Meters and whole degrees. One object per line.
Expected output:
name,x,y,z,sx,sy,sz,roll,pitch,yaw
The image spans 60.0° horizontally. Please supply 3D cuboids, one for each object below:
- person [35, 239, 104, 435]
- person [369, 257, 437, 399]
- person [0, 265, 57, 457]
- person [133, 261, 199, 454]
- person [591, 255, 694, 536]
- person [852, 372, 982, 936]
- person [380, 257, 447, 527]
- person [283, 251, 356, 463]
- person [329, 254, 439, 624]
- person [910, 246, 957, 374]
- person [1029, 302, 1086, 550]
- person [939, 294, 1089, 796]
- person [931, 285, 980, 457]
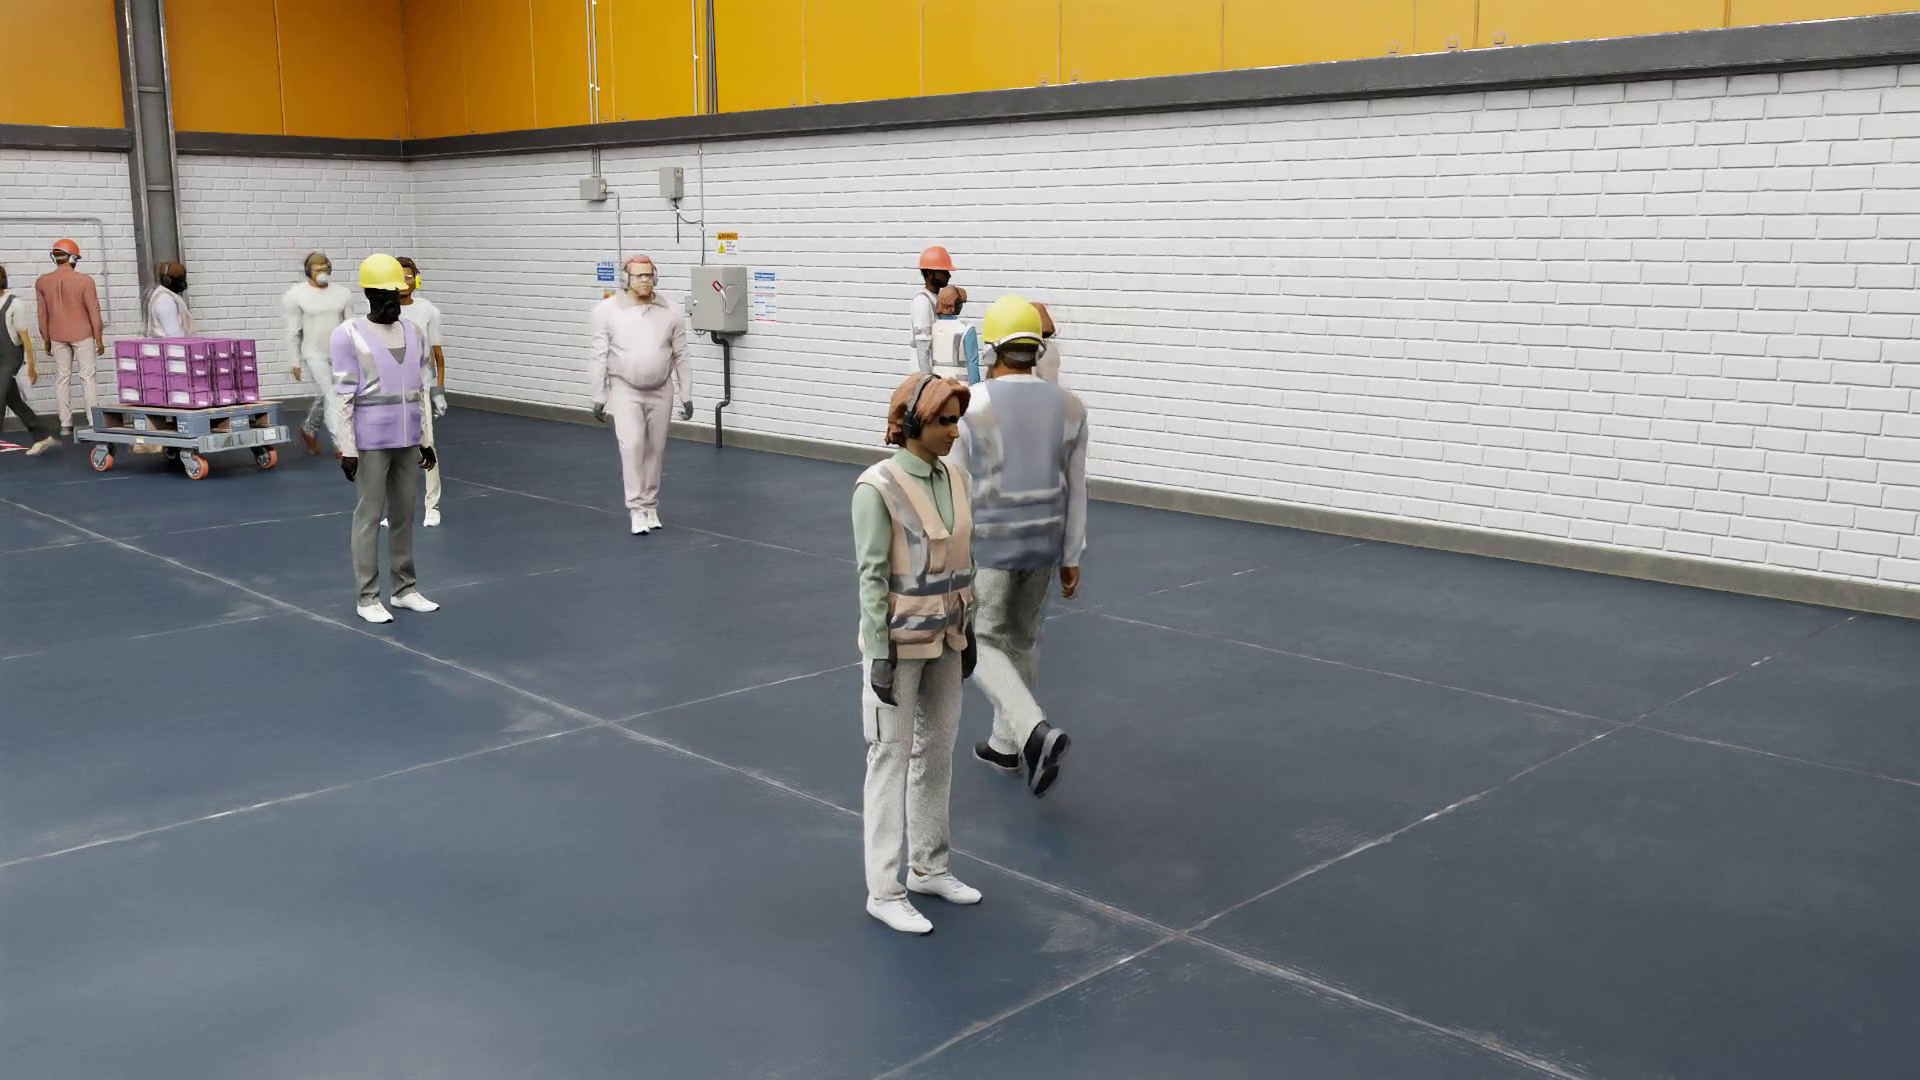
person,-9.008,-2.054,16.896,0.611,1.985,0.393,-1,10,-4
person,-4.372,-1.284,13.065,0.545,1.848,0.395,-7,13,-35
person,-8.560,-1.588,14.927,0.598,1.788,0.938,3,11,15
person,-7.252,-1.684,15.440,0.989,1.778,0.644,-4,11,-20
person,-2.105,-0.970,11.246,0.673,1.881,0.785,-5,12,-27
person,-0.117,0.322,4.908,0.328,1.631,0.517,8,13,37
person,-3.839,-1.019,11.564,0.531,1.872,0.318,0,10,0
person,-5.761,-1.652,14.972,0.996,1.899,0.642,9,13,39
person,-3.008,-0.534,8.768,0.382,1.924,0.594,6,12,29
person,-0.195,-1.299,12.908,0.365,1.935,0.553,2,11,10
person,0.453,-0.727,10.734,0.859,1.593,0.516,7,12,33
person,0.209,0.030,5.993,0.588,1.816,0.700,-6,12,-29
person,-0.077,-1.128,12.791,0.523,1.638,0.310,7,12,32
